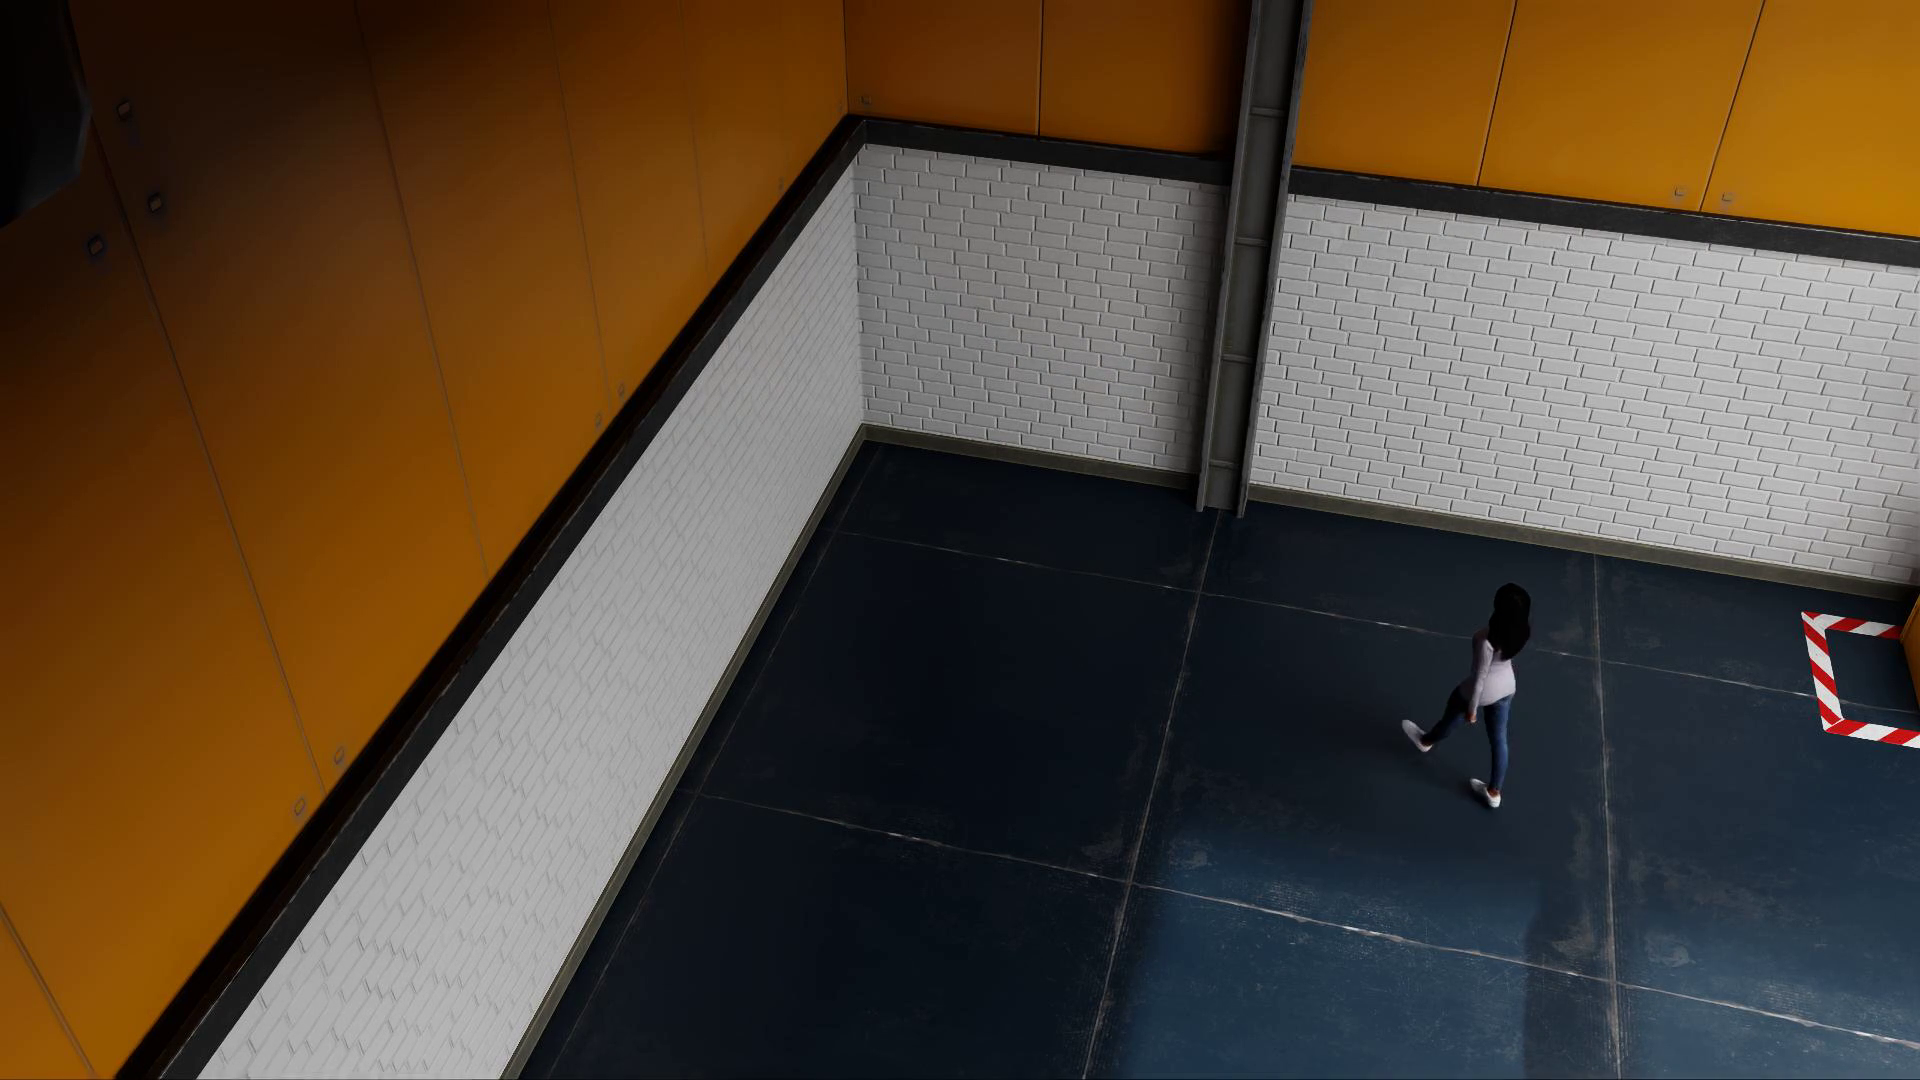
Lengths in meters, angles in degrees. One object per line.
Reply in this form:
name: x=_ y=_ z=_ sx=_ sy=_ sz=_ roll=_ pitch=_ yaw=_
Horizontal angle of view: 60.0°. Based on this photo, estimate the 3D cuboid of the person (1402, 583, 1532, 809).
person: x=3.517 y=1.060 z=10.849 sx=1.092 sy=1.696 sz=1.154 roll=-20 pitch=43 yaw=-23
